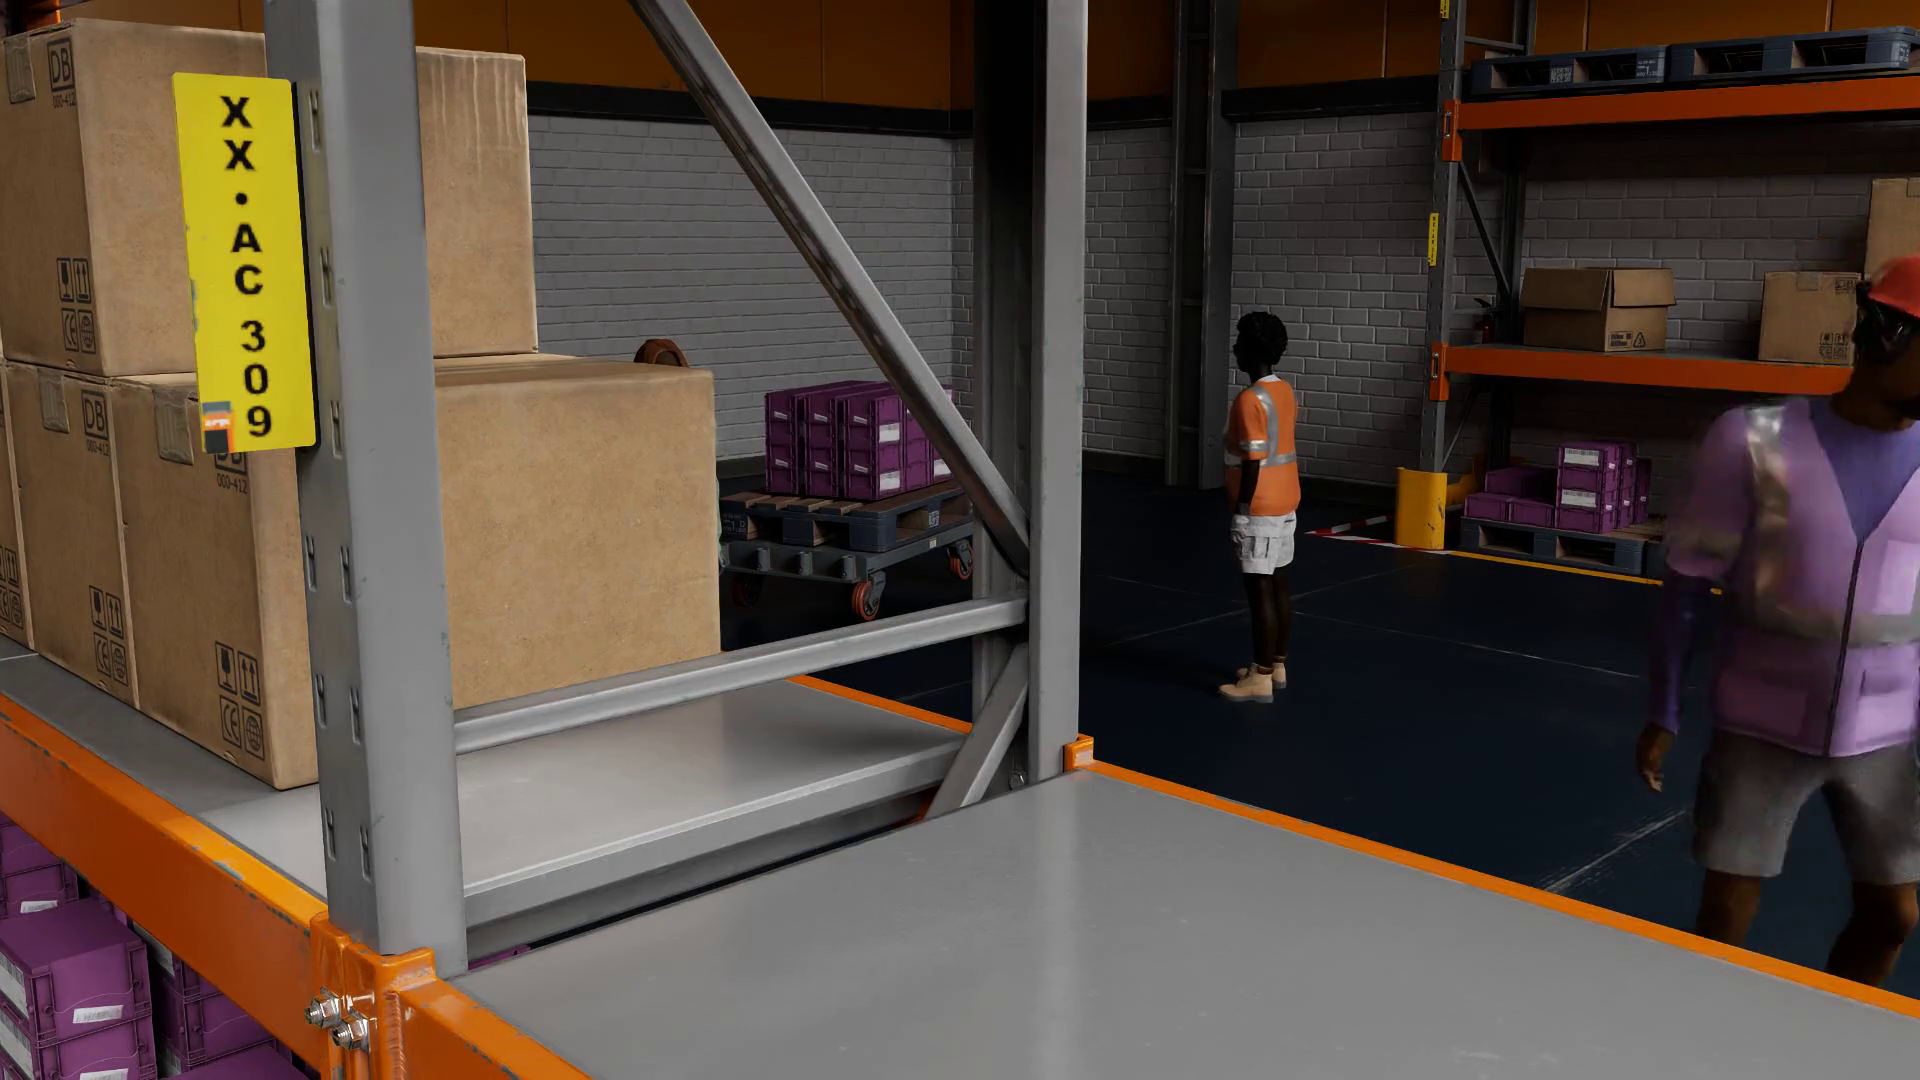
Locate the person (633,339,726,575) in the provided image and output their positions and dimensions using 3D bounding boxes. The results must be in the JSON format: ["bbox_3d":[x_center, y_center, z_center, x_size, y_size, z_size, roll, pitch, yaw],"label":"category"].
[{"bbox_3d":[-1.142,0.039,6.442,0.500,1.633,0.280,-8,13,-36],"label":"person"}]

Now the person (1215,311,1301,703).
[{"bbox_3d":[1.306,-0.140,7.243,0.321,1.697,0.535,6,12,28],"label":"person"}]

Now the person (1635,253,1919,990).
[{"bbox_3d":[1.826,0.398,3.544,0.723,2.001,0.443,2,11,13],"label":"person"}]
